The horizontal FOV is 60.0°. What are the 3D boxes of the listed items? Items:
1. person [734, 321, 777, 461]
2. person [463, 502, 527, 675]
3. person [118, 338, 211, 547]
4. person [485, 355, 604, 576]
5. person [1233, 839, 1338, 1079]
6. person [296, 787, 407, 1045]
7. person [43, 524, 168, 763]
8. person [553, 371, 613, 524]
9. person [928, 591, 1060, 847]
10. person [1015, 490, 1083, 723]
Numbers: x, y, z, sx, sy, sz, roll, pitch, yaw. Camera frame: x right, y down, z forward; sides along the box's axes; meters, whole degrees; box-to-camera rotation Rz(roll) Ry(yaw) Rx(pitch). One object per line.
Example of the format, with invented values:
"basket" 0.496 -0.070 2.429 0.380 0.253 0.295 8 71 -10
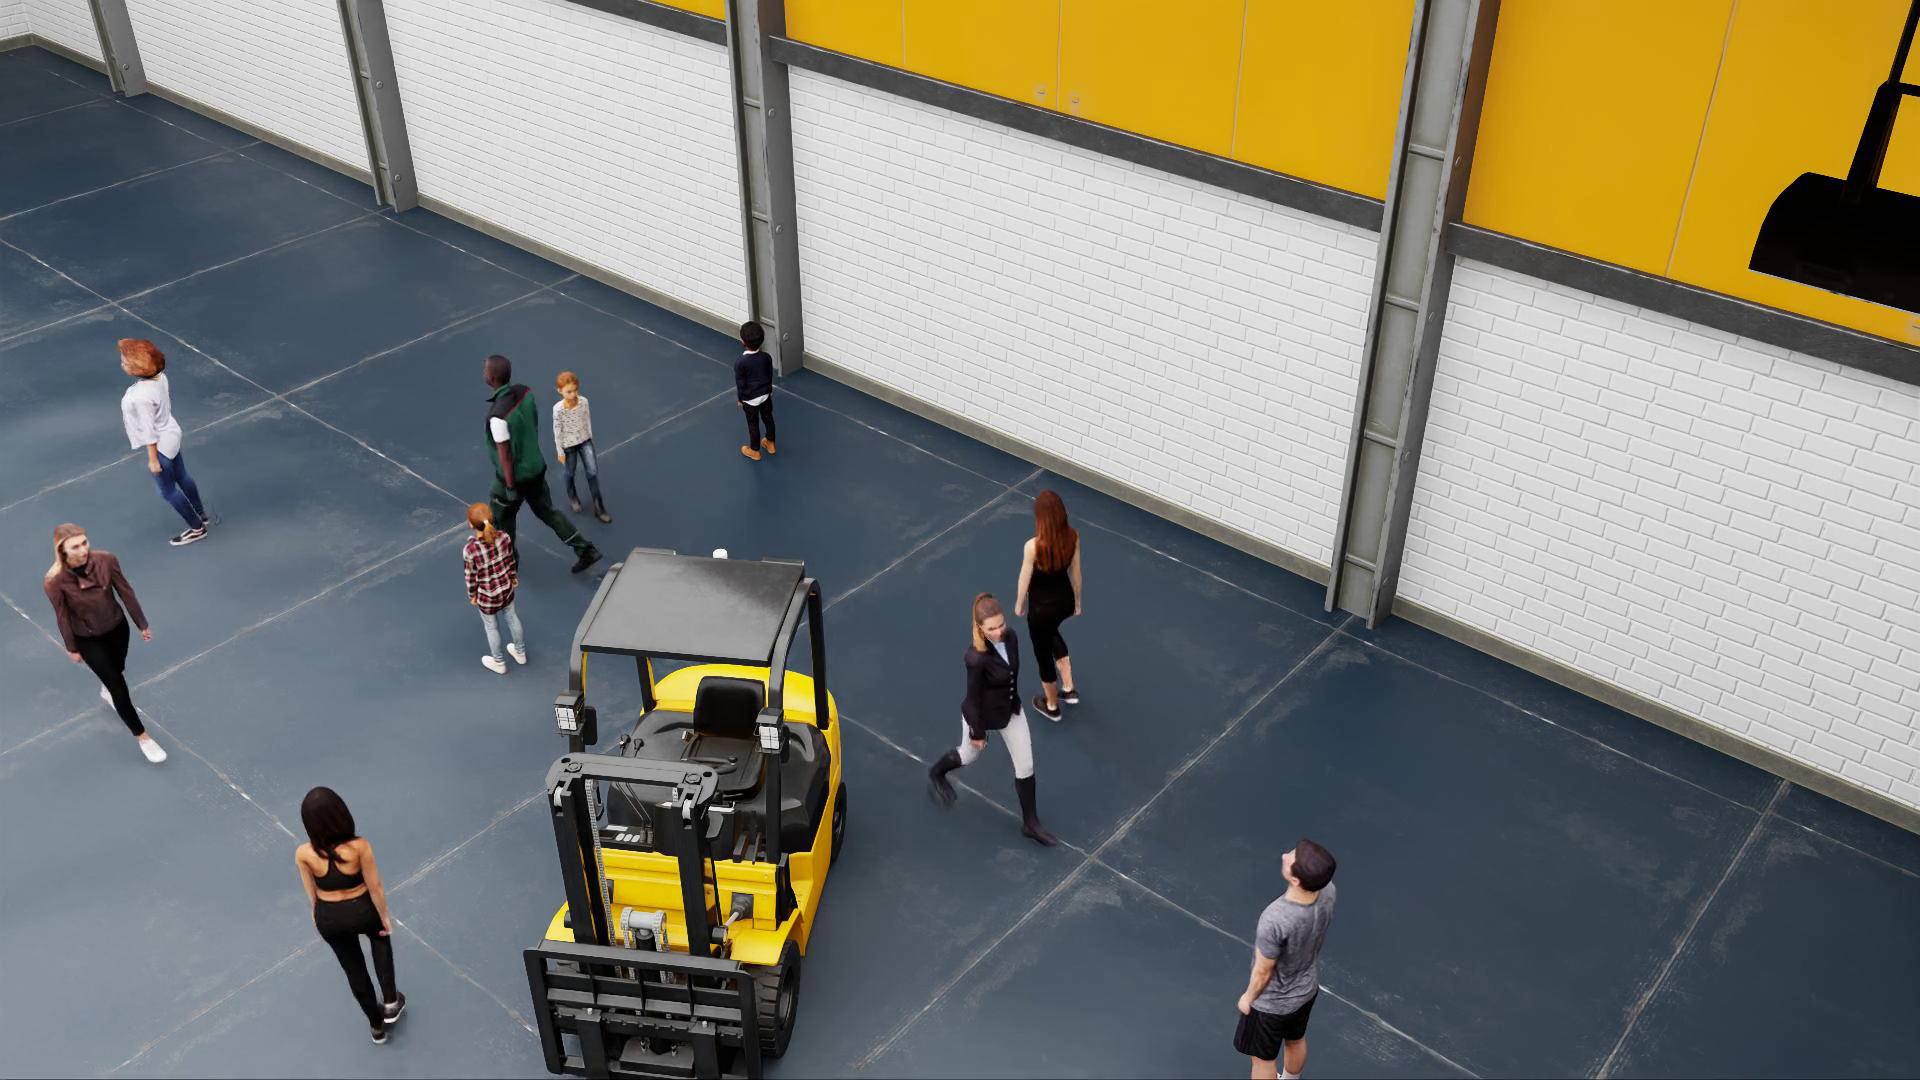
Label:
"person" -1.678 -1.235 13.696 0.545 1.227 0.552 -23 40 -31
"person" -3.161 0.320 11.288 0.539 1.304 0.514 -29 43 -36
"person" -5.994 -0.769 12.569 0.884 1.700 0.824 2 34 4
"person" -3.092 -0.473 12.034 1.295 1.799 1.048 7 34 10
"person" 1.571 2.152 8.018 0.701 1.872 0.630 -23 40 -31
"person" -3.117 1.983 8.492 0.668 1.629 0.713 -11 35 -15
"person" -5.486 0.575 10.579 1.106 1.664 0.635 23 40 30
"person" -3.007 -0.757 12.924 0.595 1.286 0.840 -23 40 -30
"person" 0.111 1.037 9.865 1.185 1.685 0.585 25 41 33
"person" 0.622 0.480 10.674 0.640 1.716 0.713 -20 38 -27
